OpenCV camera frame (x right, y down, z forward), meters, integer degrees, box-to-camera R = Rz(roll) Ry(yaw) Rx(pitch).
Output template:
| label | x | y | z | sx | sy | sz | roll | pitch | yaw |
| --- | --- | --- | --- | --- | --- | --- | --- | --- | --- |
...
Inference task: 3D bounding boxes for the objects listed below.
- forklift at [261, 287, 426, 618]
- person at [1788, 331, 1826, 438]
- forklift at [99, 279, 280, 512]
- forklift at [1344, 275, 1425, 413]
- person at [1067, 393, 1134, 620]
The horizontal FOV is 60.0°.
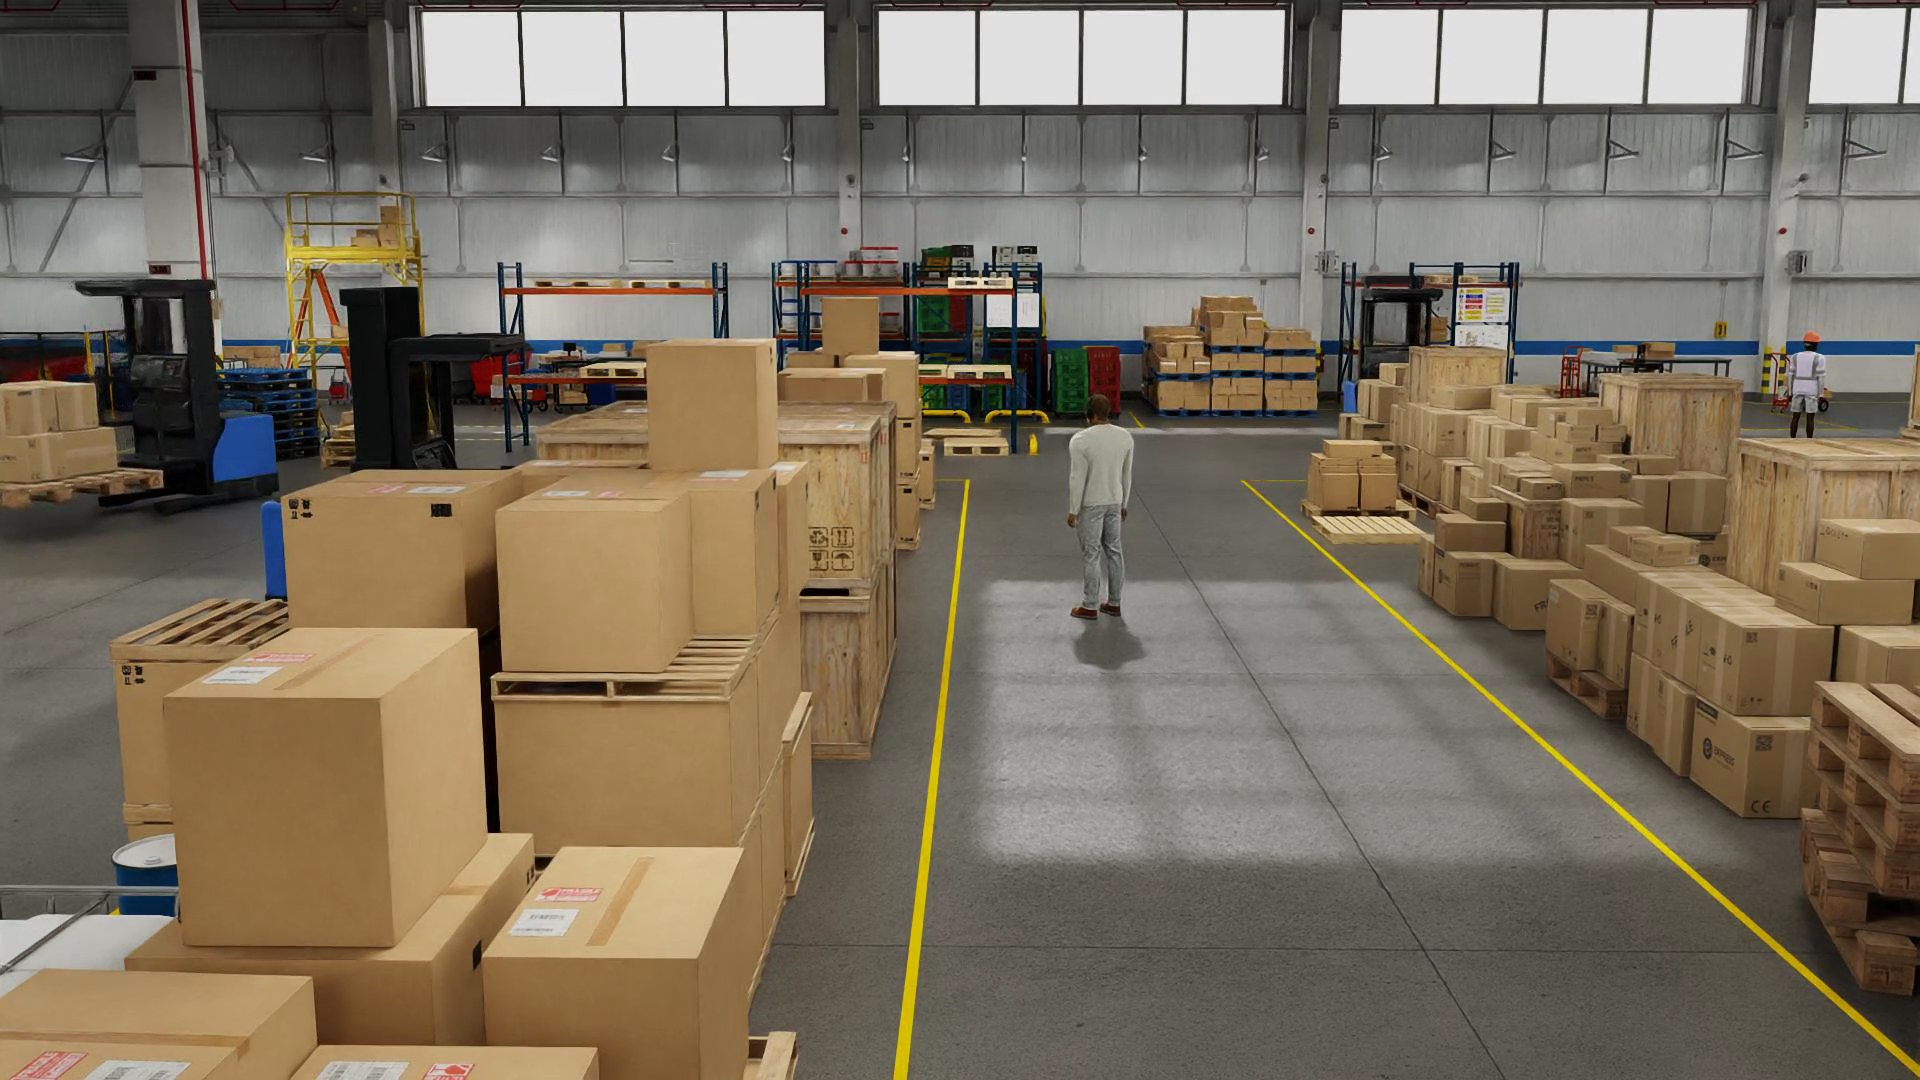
| label | x | y | z | sx | sy | sz | roll | pitch | yaw |
| --- | --- | --- | --- | --- | --- | --- | --- | --- | --- |
| forklift | -4.769 | -0.711 | 13.897 | 1.873 | 2.768 | 1.129 | 0 | 9 | 1 |
| person | 13.597 | -2.379 | 26.710 | 0.369 | 1.933 | 0.551 | -9 | 13 | -42 |
| forklift | -9.680 | -1.866 | 20.813 | 1.129 | 2.768 | 1.873 | 4 | 10 | 25 |
| forklift | 6.827 | -2.810 | 26.466 | 1.129 | 2.768 | 1.873 | 0 | 9 | 1 |
| person | 1.180 | -0.285 | 14.156 | 0.632 | 1.940 | 0.372 | -6 | 11 | -31 |
